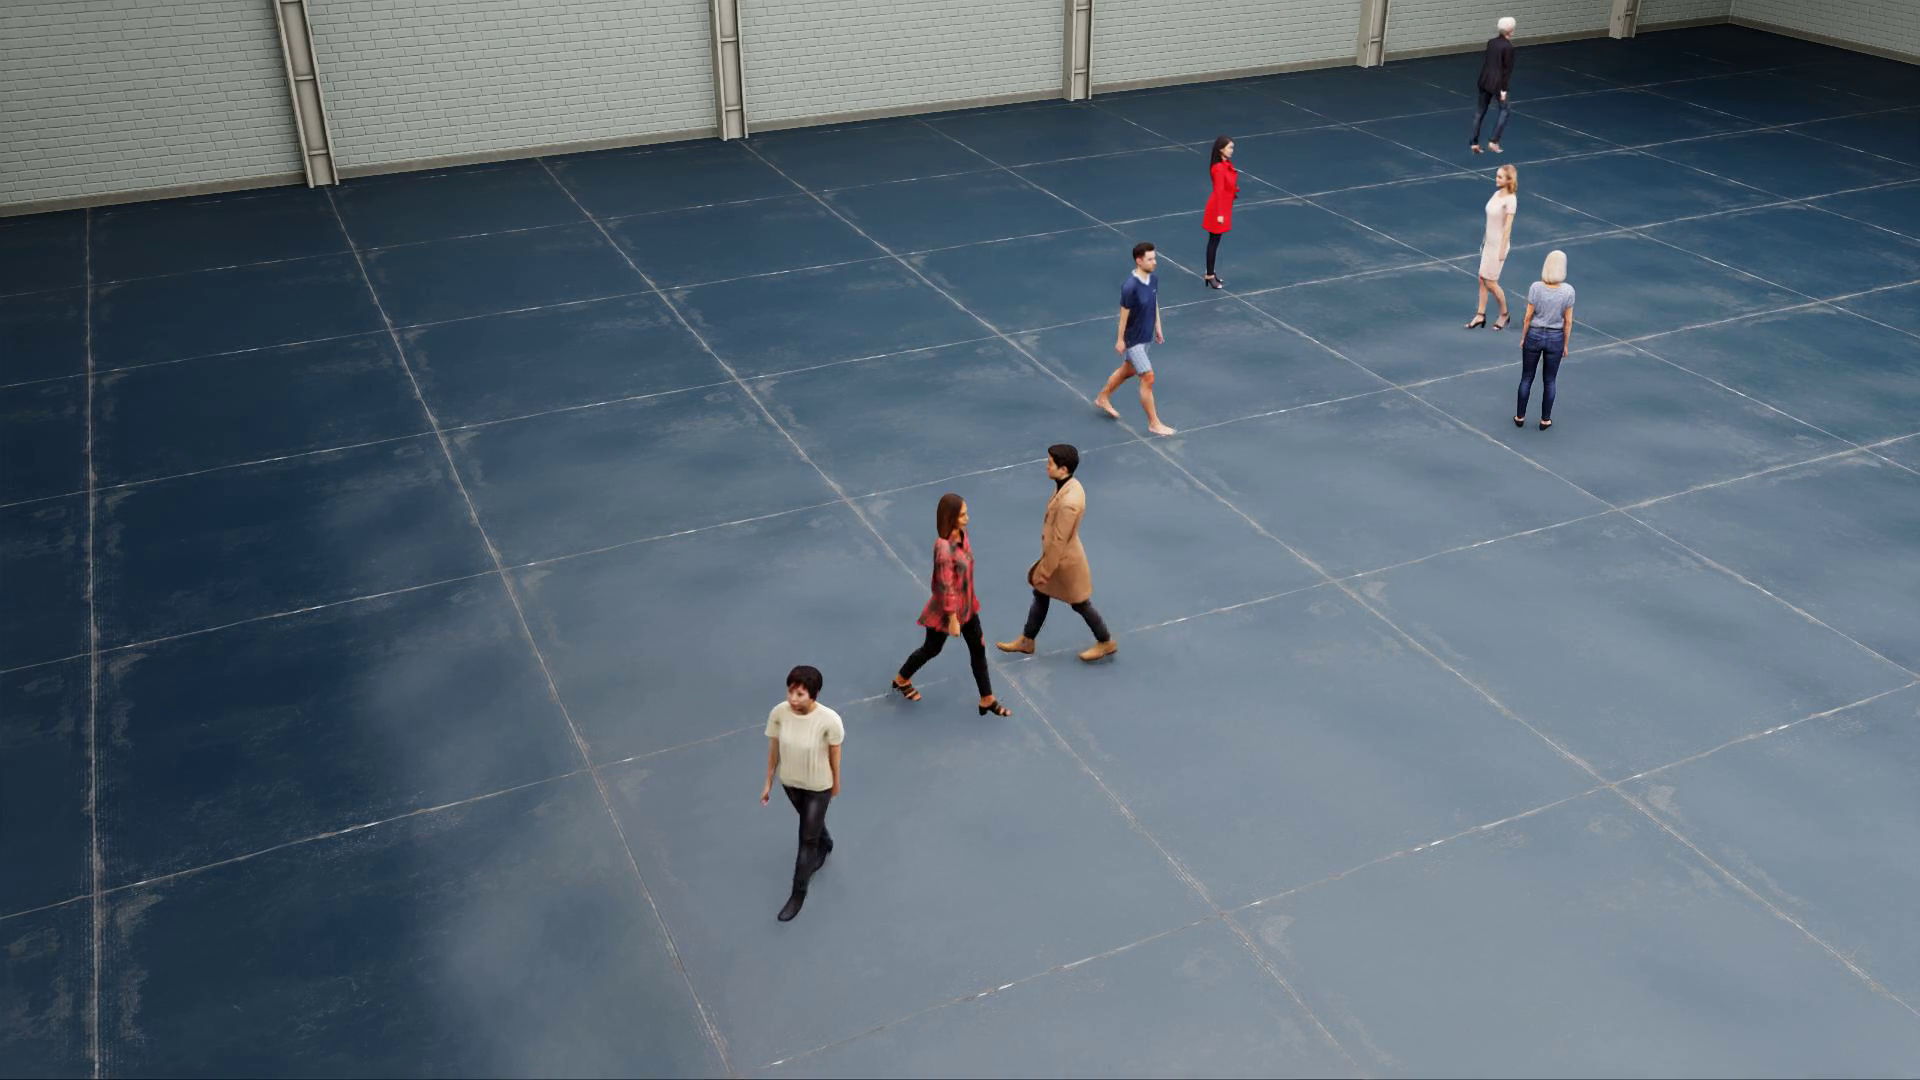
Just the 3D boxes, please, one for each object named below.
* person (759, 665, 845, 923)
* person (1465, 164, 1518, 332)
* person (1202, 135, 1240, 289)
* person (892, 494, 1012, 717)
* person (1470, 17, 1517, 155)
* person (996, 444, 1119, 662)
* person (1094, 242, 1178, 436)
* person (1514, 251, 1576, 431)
[{"bbox_3d":[-0.860,1.379,9.677,0.984,1.544,1.081,12,30,22],"label":"person"},{"bbox_3d":[5.789,-3.123,17.827,0.755,1.828,0.677,-3,28,-6],"label":"person"},{"bbox_3d":[2.975,-3.788,19.160,0.790,1.749,0.738,7,29,13],"label":"person"},{"bbox_3d":[-0.138,0.463,11.270,1.157,1.662,1.106,10,30,18],"label":"person"},{"bbox_3d":[6.698,-5.764,21.166,0.702,1.761,0.750,-15,31,-25],"label":"person"},{"bbox_3d":[0.830,0.134,11.857,1.194,1.691,0.887,-2,28,-4],"label":"person"},{"bbox_3d":[1.584,-1.906,15.569,1.072,1.803,1.208,19,34,32],"label":"person"},{"bbox_3d":[5.478,-1.872,15.594,0.658,1.720,0.712,11,30,19],"label":"person"}]
